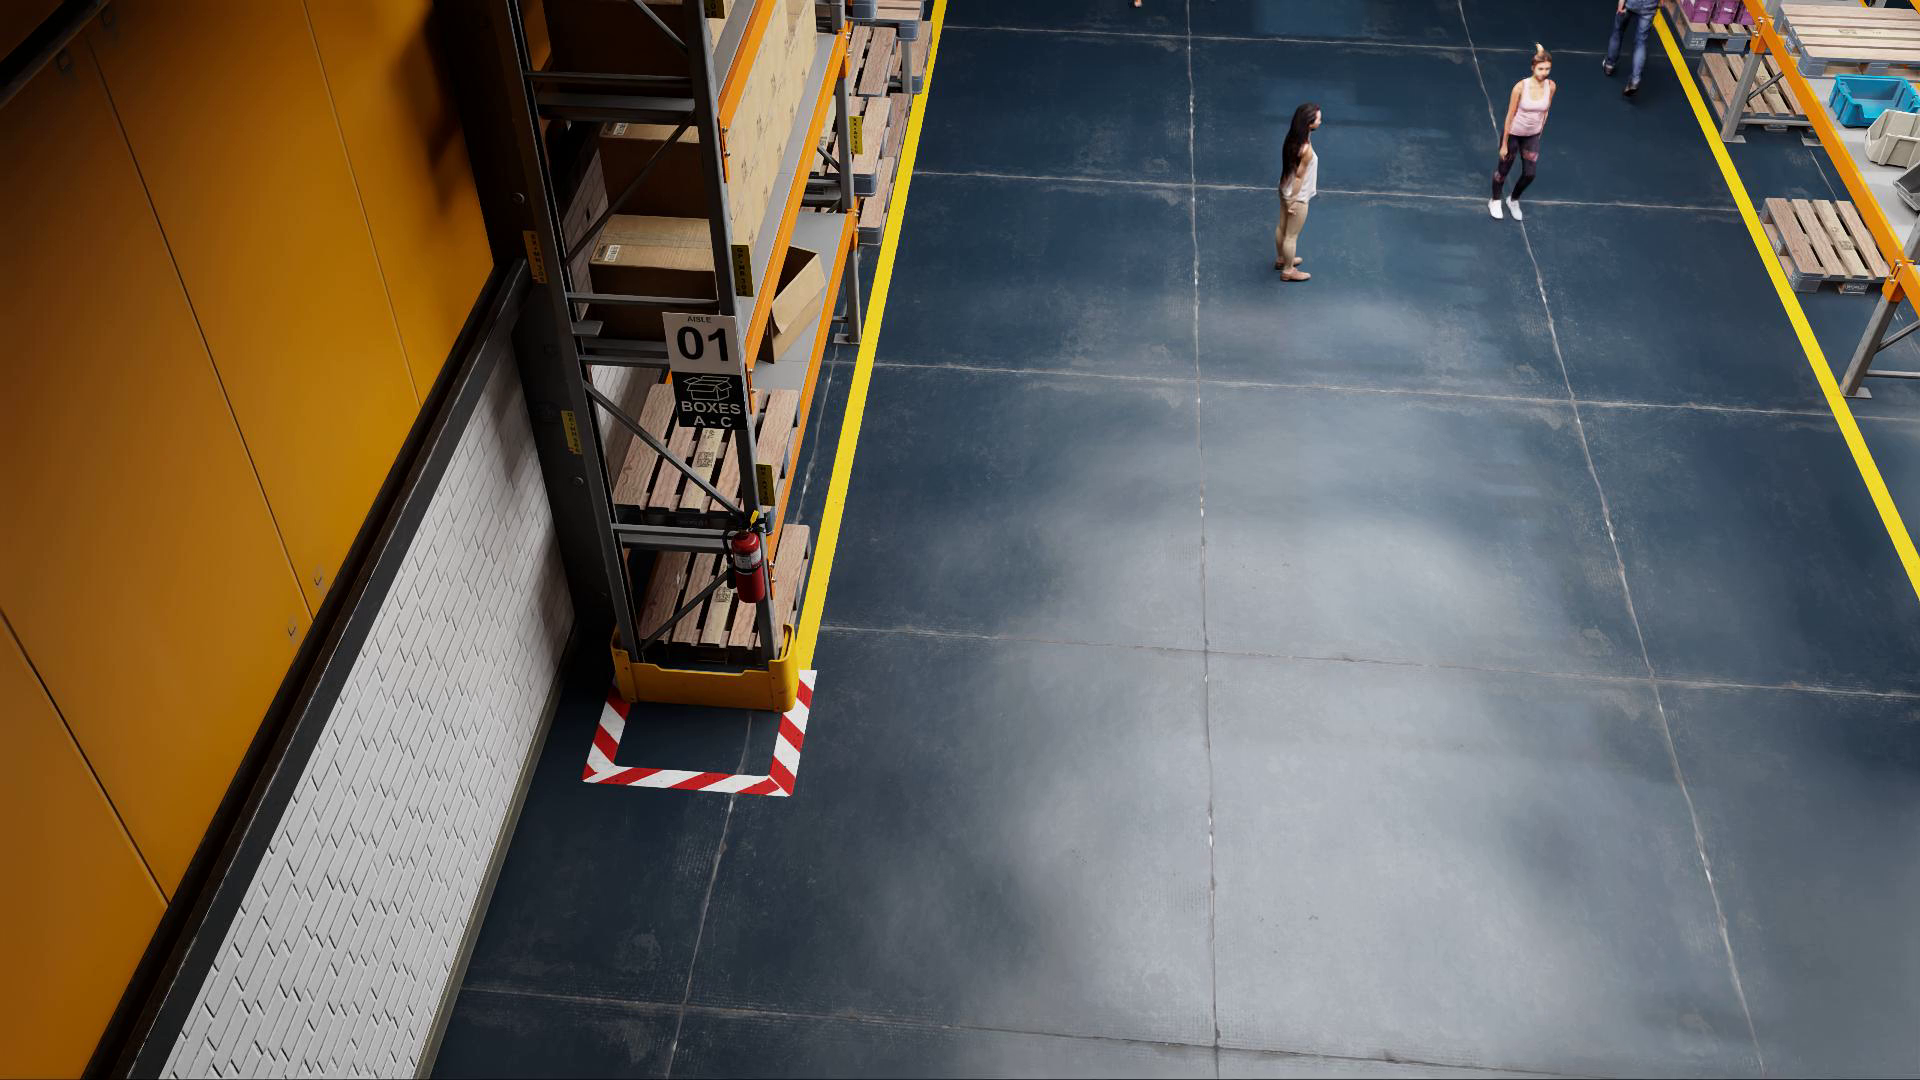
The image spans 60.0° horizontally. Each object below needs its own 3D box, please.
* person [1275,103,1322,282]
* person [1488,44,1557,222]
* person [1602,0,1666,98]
[{"bbox_3d":[2.829,-2.948,14.100,0.674,1.653,0.610,-27,50,-25],"label":"person"},{"bbox_3d":[4.982,-3.656,14.857,0.587,1.634,0.604,-1,44,-1],"label":"person"},{"bbox_3d":[6.762,-5.296,16.435,0.650,1.831,1.170,5,44,5],"label":"person"}]
